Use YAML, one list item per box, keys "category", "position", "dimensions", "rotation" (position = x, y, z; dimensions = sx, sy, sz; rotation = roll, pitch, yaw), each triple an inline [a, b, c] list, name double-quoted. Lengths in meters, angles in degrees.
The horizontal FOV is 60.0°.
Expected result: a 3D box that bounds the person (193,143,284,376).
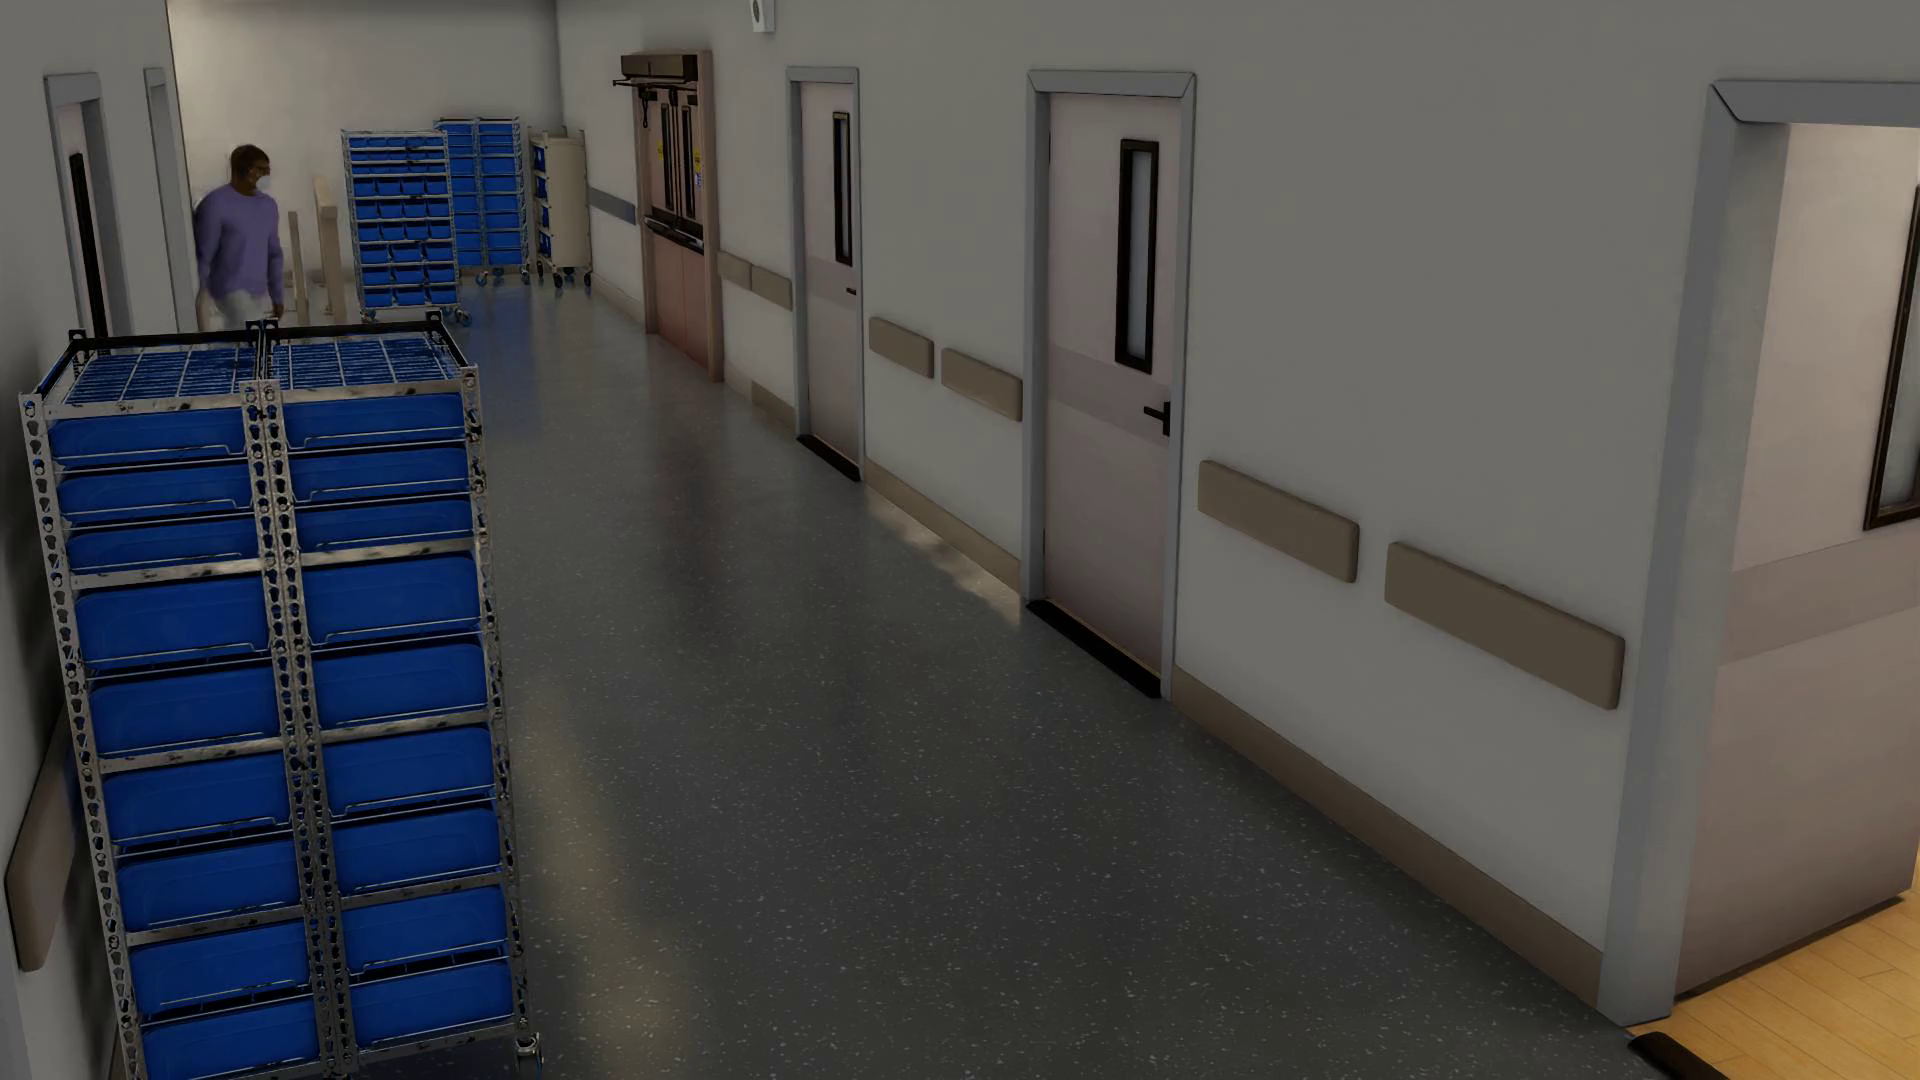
- category: "person"
  position: [-4.617, -1.570, 10.618]
  dimensions: [1.001, 1.888, 0.664]
  rotation: [4, 17, 14]
